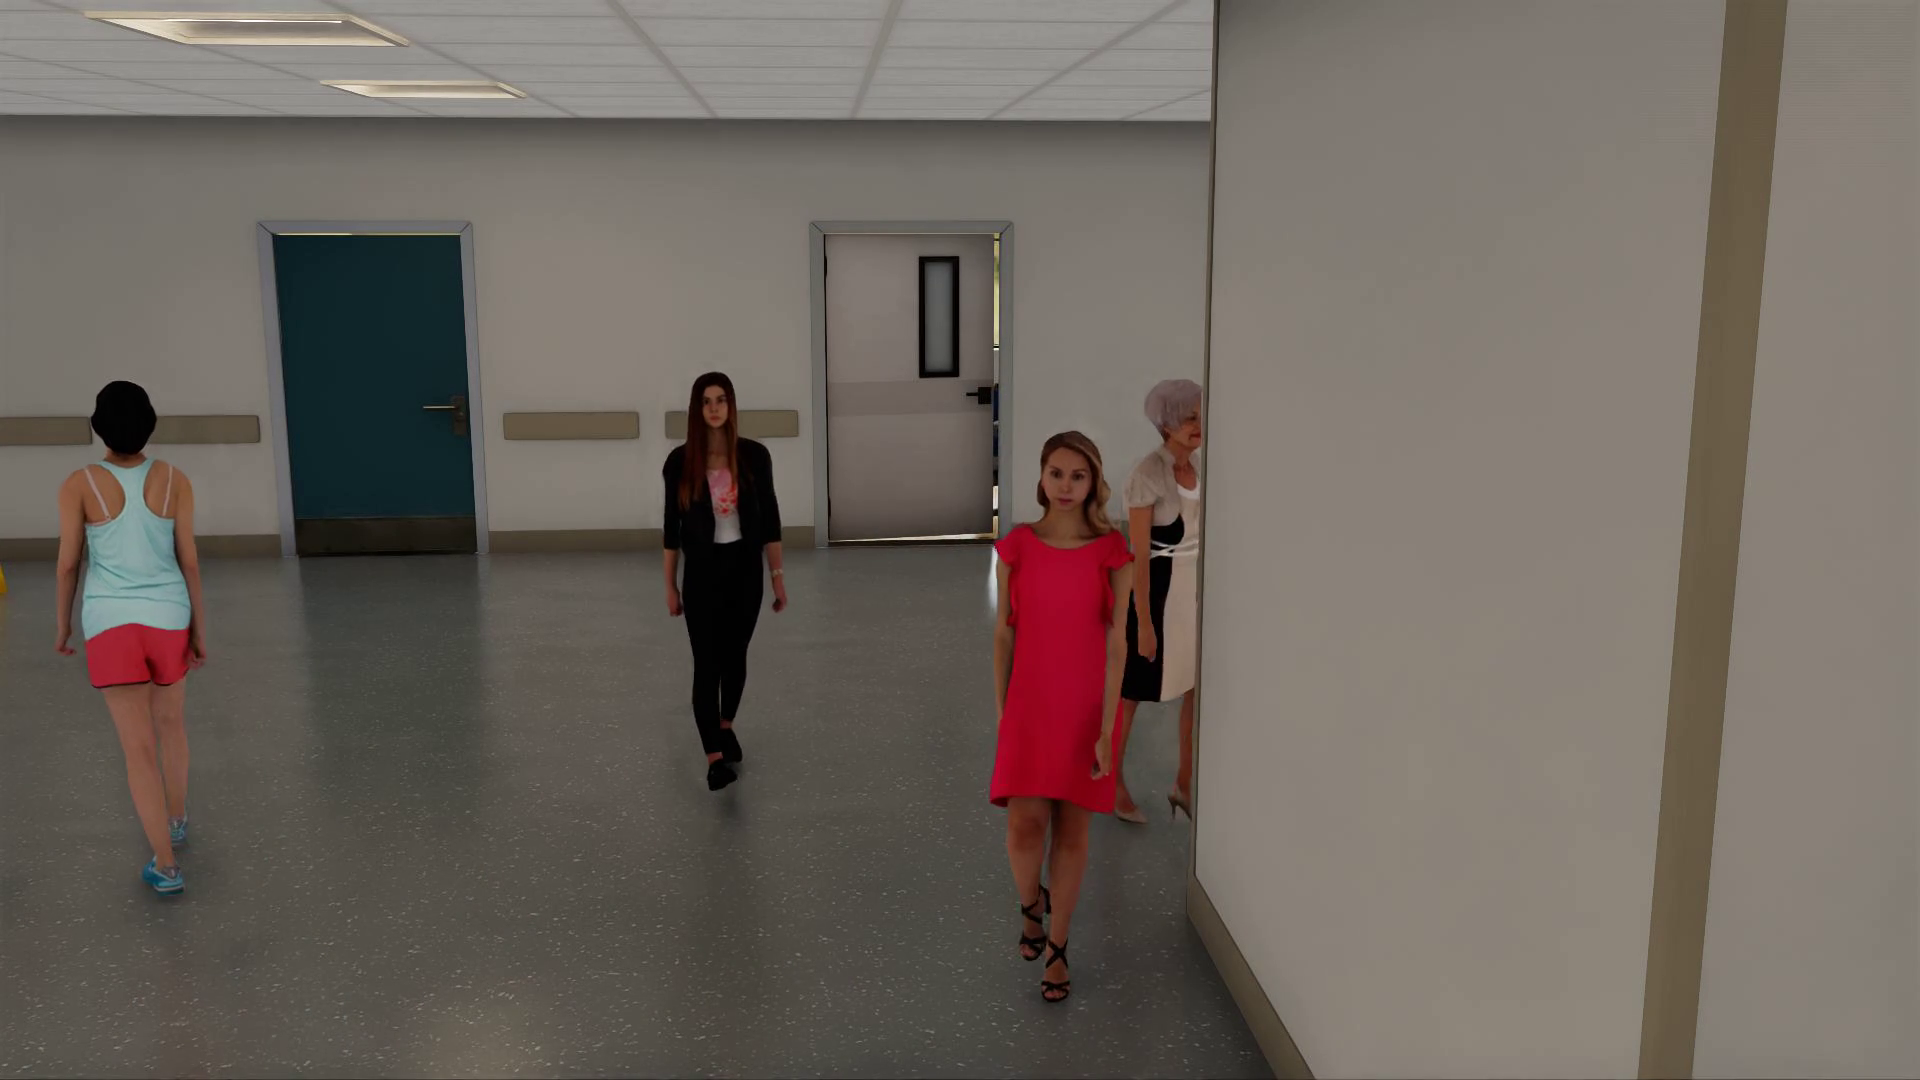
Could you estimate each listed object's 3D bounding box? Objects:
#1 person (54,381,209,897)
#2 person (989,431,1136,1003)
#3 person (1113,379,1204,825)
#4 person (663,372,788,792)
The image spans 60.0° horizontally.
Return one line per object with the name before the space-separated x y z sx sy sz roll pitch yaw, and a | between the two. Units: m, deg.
person | -2.790 0.358 5.681 1.013 1.738 0.978 -9 14 -38
person | 0.316 0.509 4.951 0.639 1.714 0.683 2 11 8
person | 0.681 0.258 6.267 0.920 1.717 0.866 10 15 43
person | -0.992 0.155 6.930 1.078 1.671 0.836 -4 11 -18
